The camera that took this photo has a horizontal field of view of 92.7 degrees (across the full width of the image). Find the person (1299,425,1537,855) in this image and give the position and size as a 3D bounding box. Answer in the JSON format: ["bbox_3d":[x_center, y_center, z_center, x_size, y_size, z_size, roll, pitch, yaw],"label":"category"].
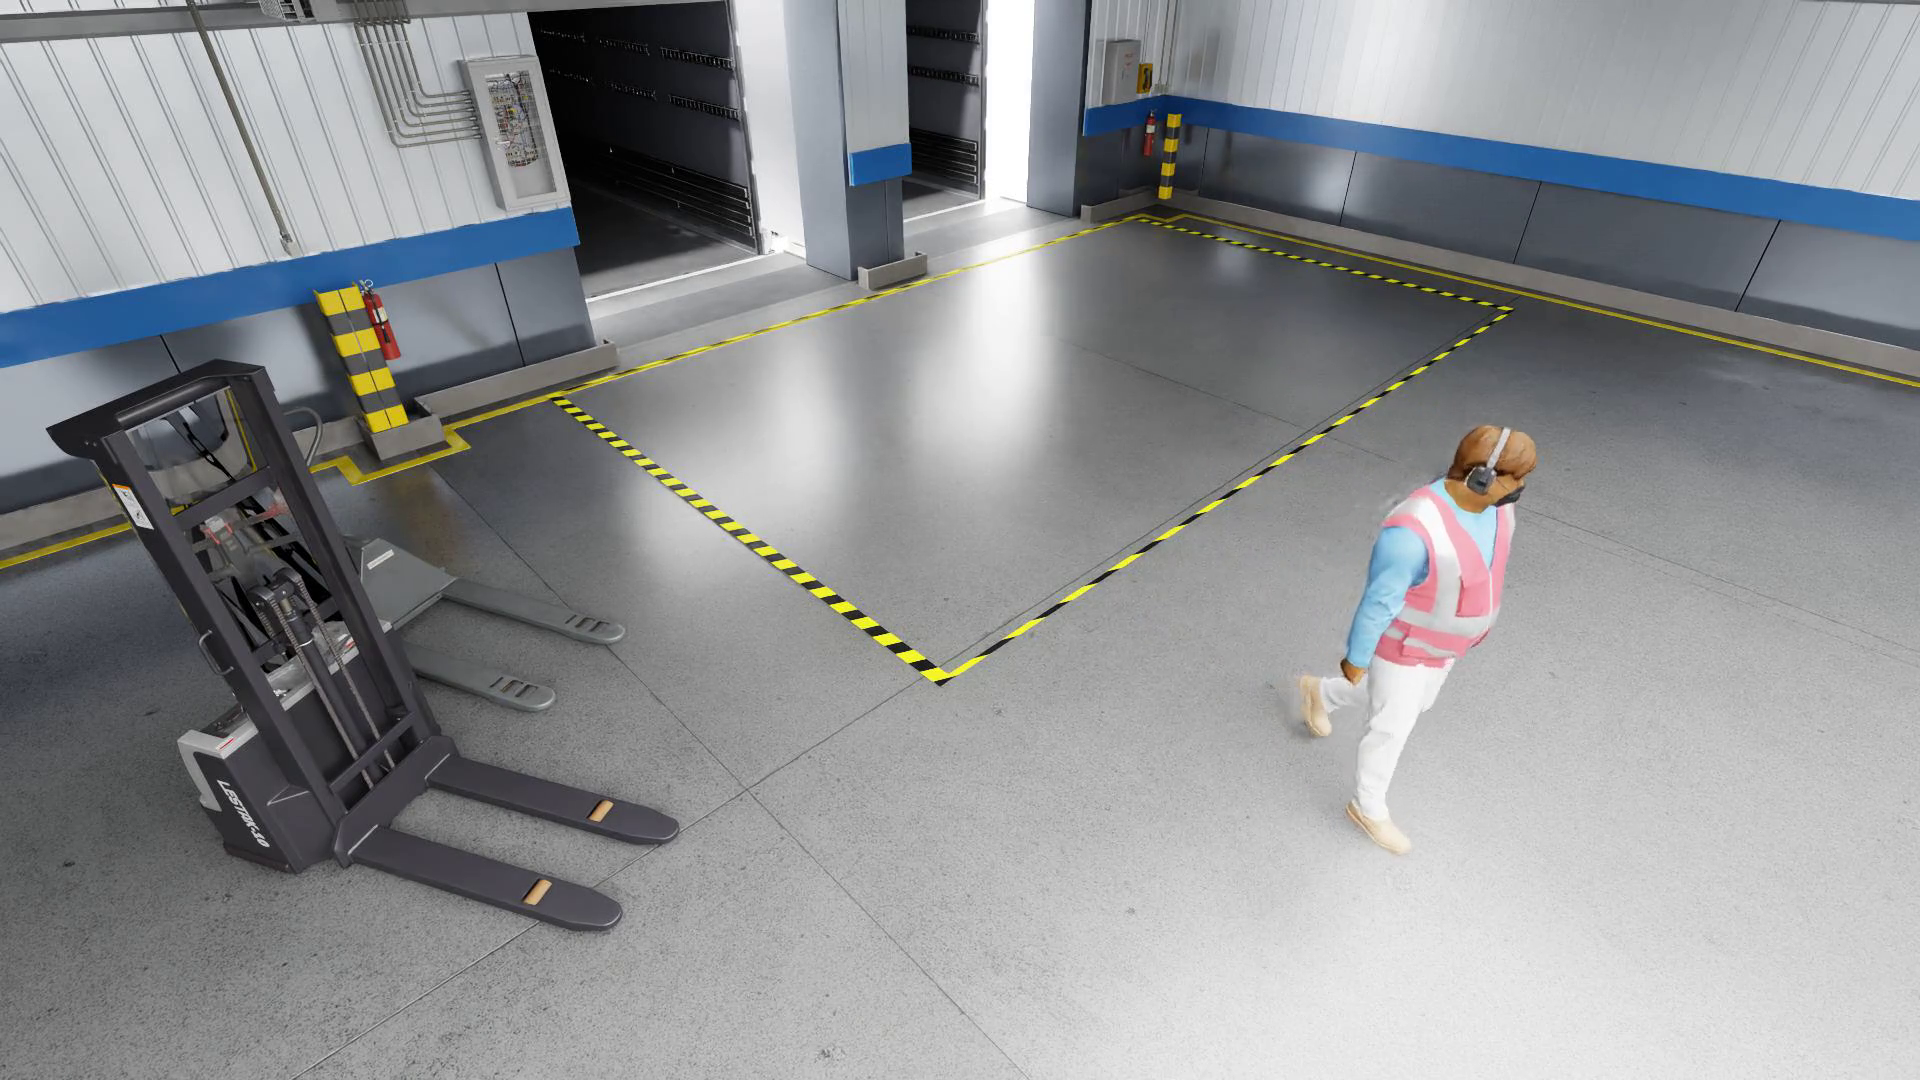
[{"bbox_3d":[1.754,0.342,3.636,0.632,1.819,0.787,-20,39,-27],"label":"person"}]

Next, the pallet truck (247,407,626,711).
[{"bbox_3d":[-2.628,0.038,4.590,1.601,1.201,0.680,12,36,18],"label":"pallet truck"}]

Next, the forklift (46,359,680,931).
[{"bbox_3d":[-2.135,0.422,3.354,1.885,1.965,0.823,10,35,14],"label":"forklift"}]
